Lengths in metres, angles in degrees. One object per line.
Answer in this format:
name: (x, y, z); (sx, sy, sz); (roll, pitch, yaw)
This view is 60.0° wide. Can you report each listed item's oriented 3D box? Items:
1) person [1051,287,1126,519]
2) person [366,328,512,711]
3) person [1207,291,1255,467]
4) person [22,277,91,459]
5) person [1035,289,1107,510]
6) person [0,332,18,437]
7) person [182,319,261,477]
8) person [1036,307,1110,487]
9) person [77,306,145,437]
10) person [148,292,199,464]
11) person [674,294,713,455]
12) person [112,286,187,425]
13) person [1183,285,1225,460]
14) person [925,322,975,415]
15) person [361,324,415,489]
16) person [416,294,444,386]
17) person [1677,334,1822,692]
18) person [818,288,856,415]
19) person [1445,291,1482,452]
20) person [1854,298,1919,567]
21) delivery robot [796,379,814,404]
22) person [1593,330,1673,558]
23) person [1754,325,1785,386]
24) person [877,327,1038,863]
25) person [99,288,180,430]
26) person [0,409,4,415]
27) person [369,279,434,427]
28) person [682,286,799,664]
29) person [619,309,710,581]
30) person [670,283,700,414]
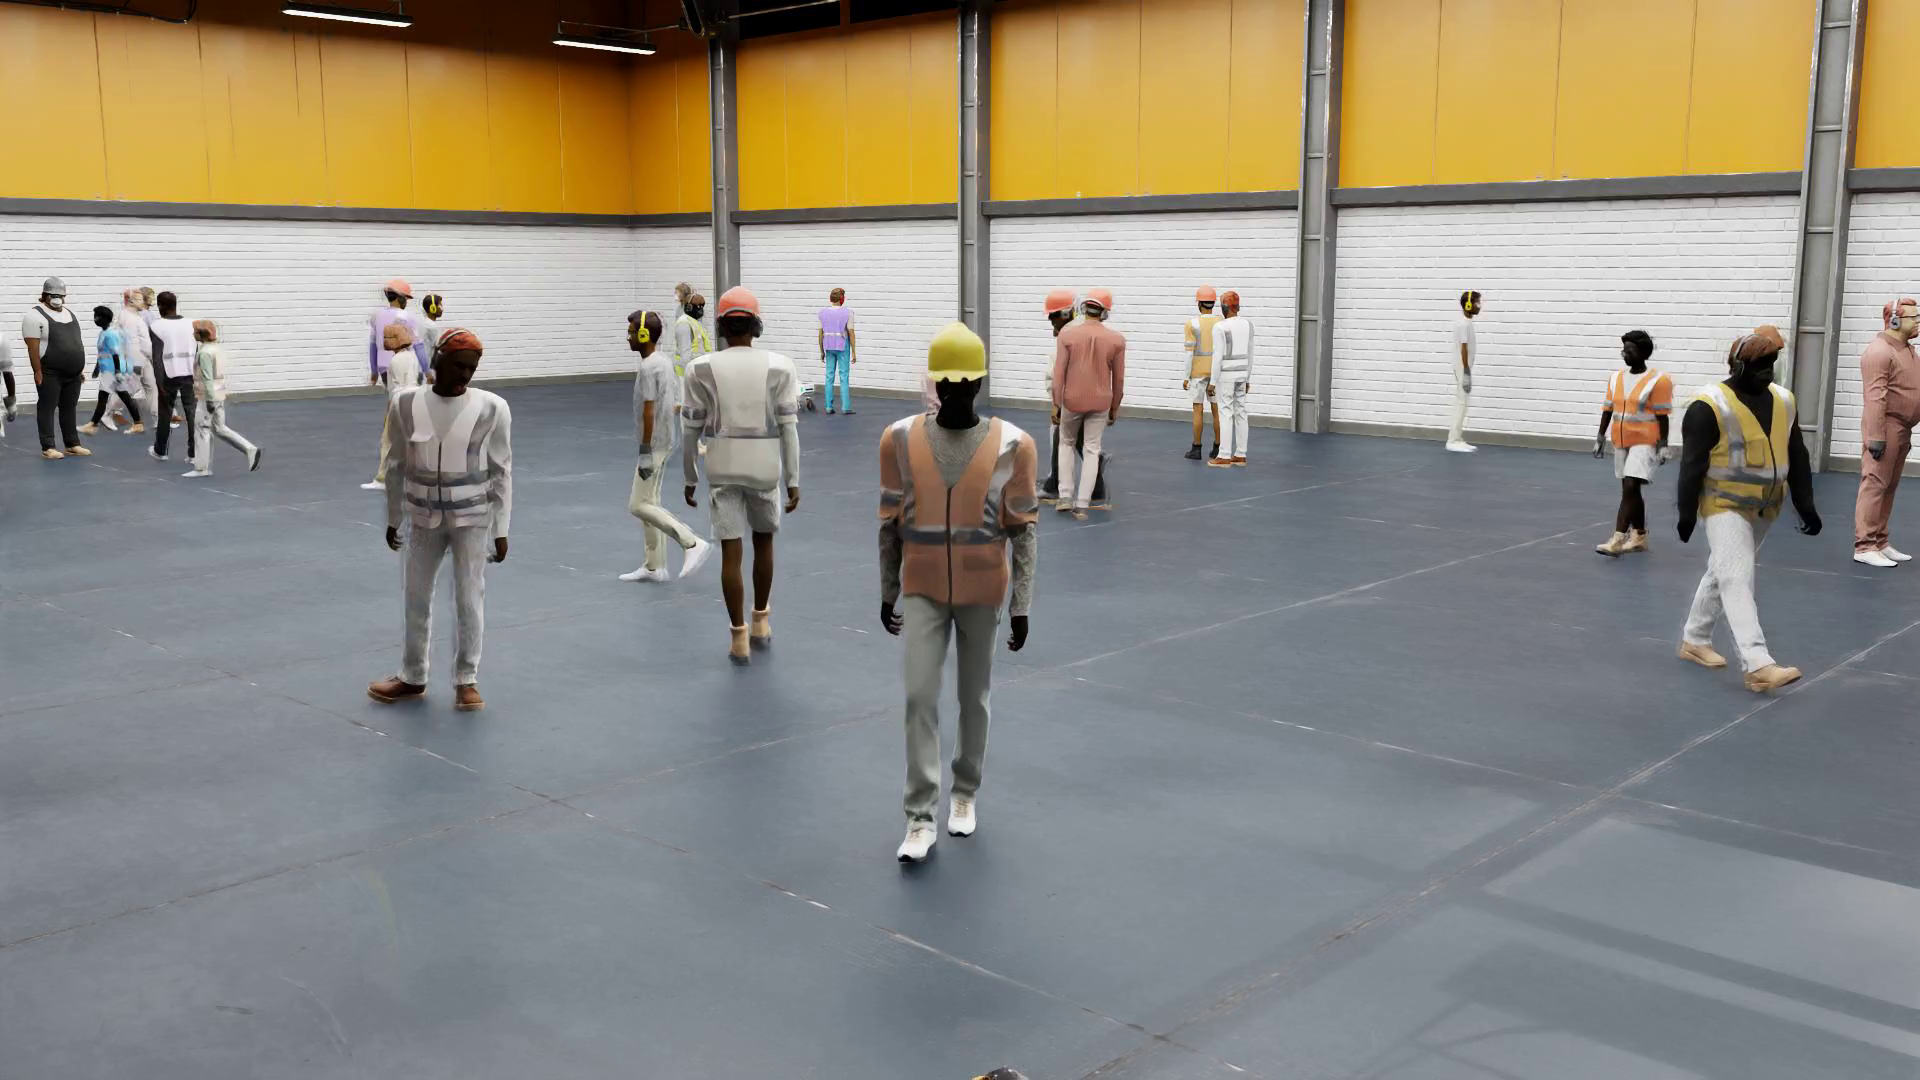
person: (1.076, -1.171, 14.228); (0.632, 1.964, 0.612); (-1, 9, -3)
person: (-2.500, -0.085, 7.960); (0.750, 1.838, 0.385); (0, 9, 1)
person: (2.895, -1.717, 17.813); (0.572, 1.887, 0.356); (-6, 11, -35)
person: (-10.103, -1.939, 18.700); (0.536, 2.000, 0.682); (3, 10, 19)
person: (0.906, -1.222, 14.625); (0.889, 1.936, 0.666); (2, 9, 13)
person: (-8.833, -1.264, 14.903); (0.645, 1.932, 0.719); (-7, 12, -38)
person: (-7.587, -1.448, 16.969); (0.683, 1.618, 0.522); (-2, 9, -9)
person: (1.098, -1.416, 16.187); (0.651, 1.813, 0.600); (0, 9, 2)
person: (-10.818, -2.129, 21.045); (0.873, 1.654, 0.551); (-5, 11, -30)
person: (-8.639, -1.784, 18.271); (0.995, 1.863, 0.581); (8, 12, 39)
person: (-3.044, -1.898, 19.076); (0.430, 1.839, 0.619); (1, 9, 3)
person: (-11.113, -2.500, 22.592); (0.987, 1.900, 0.638); (-2, 9, -10)
person: (2.733, -1.859, 18.517); (0.543, 1.942, 0.350); (-2, 10, -15)
person: (-0.092, -0.798, 12.679); (0.525, 1.723, 0.904); (-7, 12, -38)
person: (-5.331, -1.277, 15.990); (0.832, 1.596, 0.508); (0, 9, 2)
person: (-6.230, -2.005, 19.806); (1.018, 1.815, 0.506); (-5, 10, -26)
person: (4.046, -0.154, 8.532); (0.642, 1.788, 0.976); (-3, 10, -20)
person: (-1.786, -2.739, 24.201); (0.570, 1.845, 0.380); (3, 10, 20)
person: (5.883, -1.963, 19.413); (0.380, 1.866, 0.596); (2, 9, 13)
person: (6.692, -0.772, 11.944); (0.407, 1.913, 0.641); (9, 13, 44)
delivery robot: (-2.512, -2.222, 24.692); (0.707, 0.478, 0.477); (6, 11, 32)
person: (4.875, -0.699, 12.237); (0.769, 1.664, 0.544); (-4, 10, -26)
person: (7.101, -1.089, 14.749); (0.356, 1.617, 0.535); (6, 11, 32)
person: (-0.028, 0.200, 5.979); (0.599, 1.899, 0.836); (1, 9, 7)
person: (-10.900, -2.371, 21.882); (0.934, 1.872, 0.654); (-3, 10, -18)
person: (-12.793, -2.221, 21.704); (0.517, 1.613, 0.453); (6, 11, 32)
person: (-6.275, -1.929, 18.763); (0.667, 1.995, 0.923); (6, 11, 31)
person: (-1.205, -0.370, 9.139); (0.629, 2.013, 0.831); (-1, 9, -8)
person: (-2.025, -0.614, 11.155); (0.545, 1.853, 0.536); (0, 9, -1)
person: (-4.020, -2.753, 24.070); (0.697, 1.913, 0.670); (-5, 11, -28)
